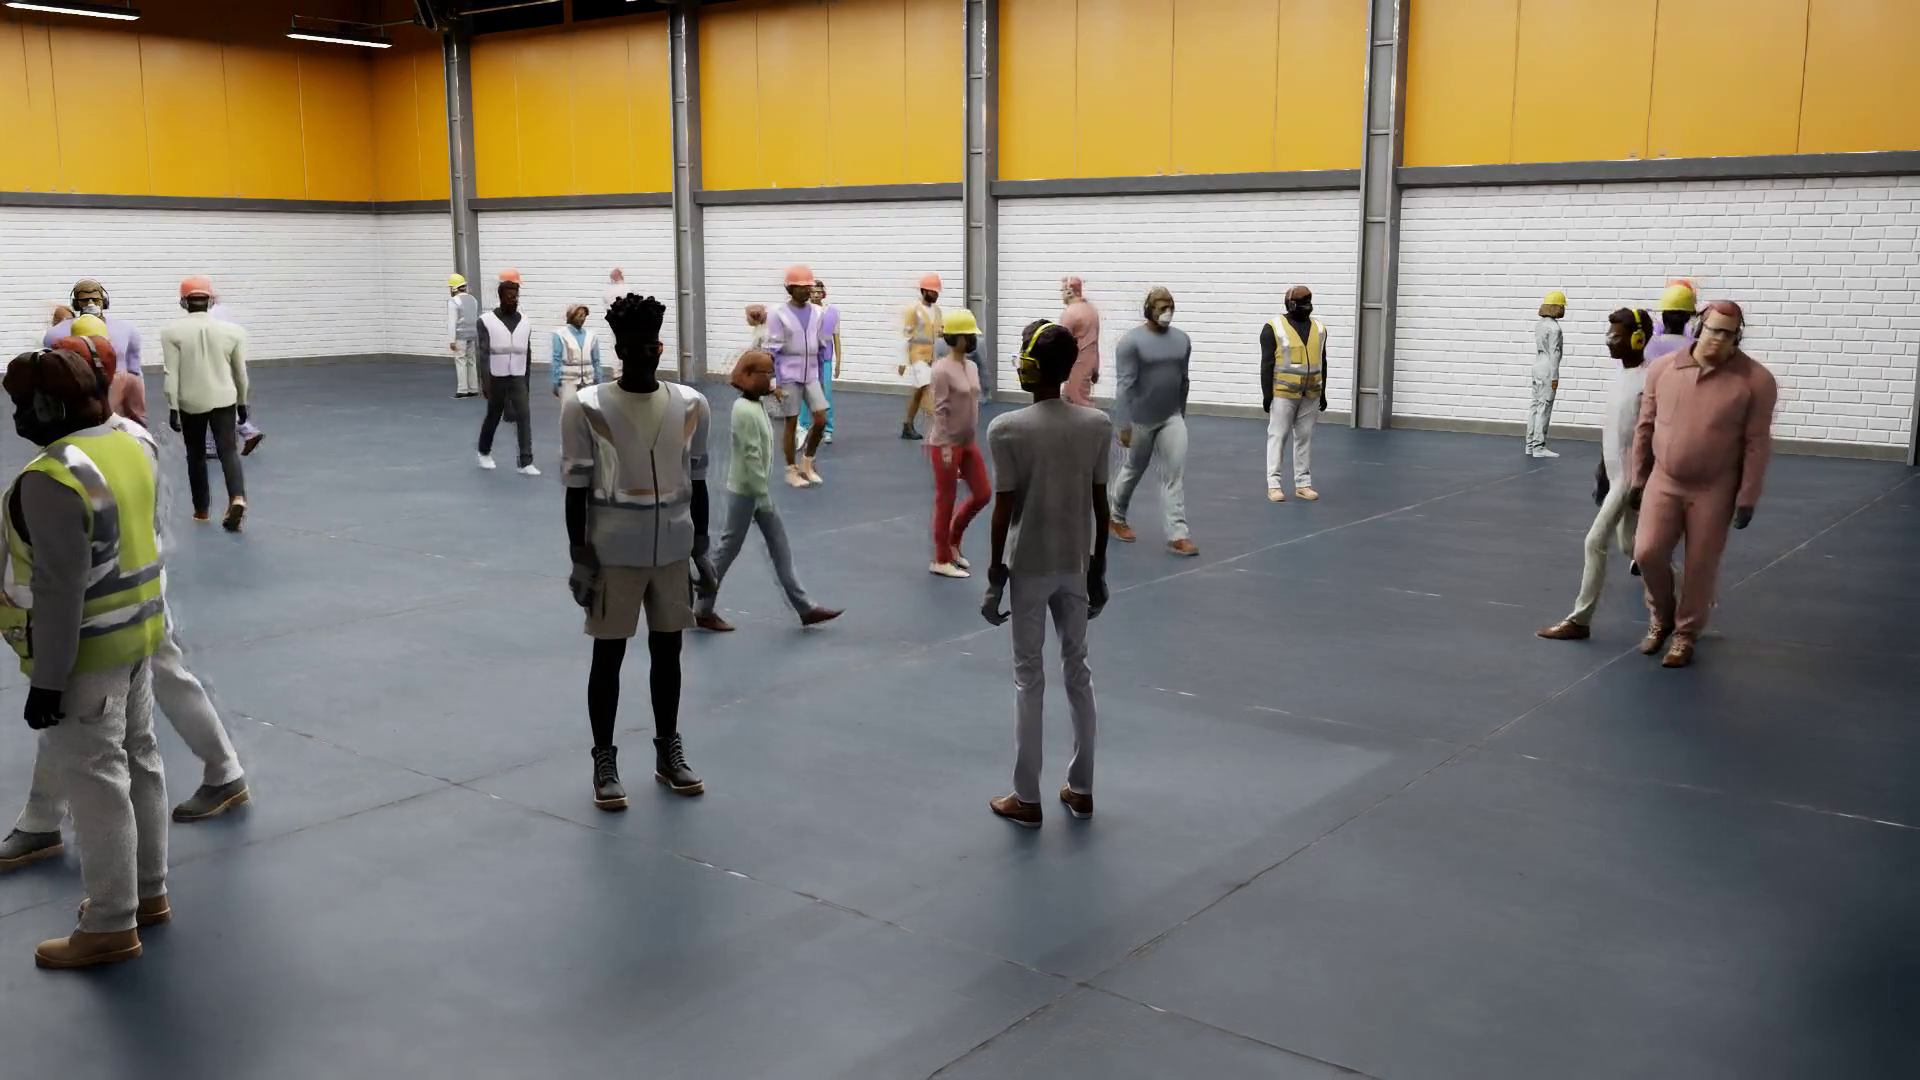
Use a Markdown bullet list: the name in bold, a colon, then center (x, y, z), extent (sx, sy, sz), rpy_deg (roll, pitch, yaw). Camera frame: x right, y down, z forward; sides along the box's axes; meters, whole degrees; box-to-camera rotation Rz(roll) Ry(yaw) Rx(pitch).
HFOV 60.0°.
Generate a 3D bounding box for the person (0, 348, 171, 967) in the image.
- **person**: center (-2.624, 0.347, 4.980), extent (0.429, 1.839, 0.621), rpy_deg (-1, 10, -4)

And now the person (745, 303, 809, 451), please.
- **person**: center (-1.968, -1.686, 17.482), extent (0.732, 1.605, 0.550), rpy_deg (-2, 10, -10)

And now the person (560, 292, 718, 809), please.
- **person**: center (-1.225, 0.036, 6.409), extent (0.608, 1.965, 0.370), rpy_deg (-6, 11, -31)

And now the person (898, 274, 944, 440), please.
- **person**: center (-0.342, -2.032, 18.711), extent (0.990, 1.874, 0.568), rpy_deg (8, 13, 39)

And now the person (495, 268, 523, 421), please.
- **person**: center (-5.688, -2.470, 21.086), extent (0.363, 1.936, 0.551), rpy_deg (-2, 10, -13)

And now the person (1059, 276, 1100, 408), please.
- **person**: center (1.137, -1.774, 17.187), extent (0.664, 1.880, 0.644), rpy_deg (4, 11, 23)

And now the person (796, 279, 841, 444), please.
- **person**: center (-1.611, -1.990, 18.596), extent (0.569, 1.836, 0.384), rpy_deg (0, 10, 0)

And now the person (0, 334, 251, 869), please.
- **person**: center (-3.023, 0.188, 5.933), extent (0.591, 1.835, 0.970), rpy_deg (6, 12, 33)

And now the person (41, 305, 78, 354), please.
- **person**: center (-9.287, -1.652, 17.302), extent (0.683, 1.598, 0.554), rpy_deg (6, 11, 31)

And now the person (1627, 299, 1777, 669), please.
- **person**: center (3.717, -0.270, 8.426), extent (0.676, 1.884, 0.421), rpy_deg (8, 13, 39)

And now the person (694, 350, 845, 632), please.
- **person**: center (-1.109, -0.259, 9.223), extent (0.869, 1.580, 0.524), rpy_deg (1, 10, 4)

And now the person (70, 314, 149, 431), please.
- **person**: center (-4.943, -0.407, 9.561), extent (0.533, 1.772, 0.297), rpy_deg (-2, 10, -13)

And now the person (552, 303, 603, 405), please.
- **person**: center (-3.837, -1.569, 16.732), extent (0.533, 1.624, 0.372), rpy_deg (-9, 13, -42)

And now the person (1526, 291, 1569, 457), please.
- **person**: center (6.154, -1.734, 17.395), extent (0.333, 1.733, 0.480), rpy_deg (-1, 10, -3)

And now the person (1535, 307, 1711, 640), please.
- **person**: center (3.674, -0.348, 9.052), extent (0.918, 1.836, 0.528), rpy_deg (0, 10, 3)

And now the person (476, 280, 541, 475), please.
- **person**: center (-4.434, -1.584, 16.168), extent (0.591, 1.872, 0.995), rpy_deg (-9, 13, -41)

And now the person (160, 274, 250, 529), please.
- **person**: center (-5.789, -1.063, 12.851), extent (0.627, 1.964, 0.908), rpy_deg (-7, 12, -35)

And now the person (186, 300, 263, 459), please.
- **person**: center (-7.603, -1.747, 17.050), extent (0.690, 1.881, 0.665), rpy_deg (-2, 10, -14)

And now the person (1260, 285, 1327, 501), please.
- **person**: center (2.879, -1.254, 14.276), extent (0.633, 1.845, 0.429), rpy_deg (-3, 10, -17)

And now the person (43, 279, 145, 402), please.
- **person**: center (-6.097, -0.873, 11.780), extent (0.635, 1.937, 0.354), rpy_deg (-8, 13, -39)

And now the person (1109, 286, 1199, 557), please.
- **person**: center (1.364, -0.868, 11.914), extent (0.649, 1.894, 1.025), rpy_deg (-5, 11, -25)

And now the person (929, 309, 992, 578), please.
- **person**: center (-0.013, -0.617, 10.813), extent (0.376, 1.757, 0.522), rpy_deg (7, 12, 33)

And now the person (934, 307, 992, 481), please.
- **person**: center (0.042, -1.373, 15.652), extent (0.507, 1.613, 0.642), rpy_deg (4, 11, 22)

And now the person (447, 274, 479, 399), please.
- **person**: center (-7.283, -2.965, 24.306), extent (0.403, 1.829, 0.587), rpy_deg (4, 10, 21)

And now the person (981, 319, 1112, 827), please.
- **person**: center (0.320, 0.125, 6.158), extent (0.509, 1.877, 0.328), rpy_deg (-4, 11, -23)

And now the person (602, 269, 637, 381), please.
- **person**: center (-5.616, -3.581, 27.767), extent (0.700, 1.878, 0.398), rpy_deg (3, 10, 19)

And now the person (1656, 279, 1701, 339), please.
- **person**: center (6.618, -1.422, 15.158), extent (0.656, 1.886, 0.370), rpy_deg (2, 10, 13)

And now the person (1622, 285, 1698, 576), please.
- **person**: center (4.528, -0.673, 10.681), extent (0.600, 1.915, 0.568), rpy_deg (3, 10, 18)

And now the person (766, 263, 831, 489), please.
- **person**: center (-1.434, -1.454, 14.909), extent (0.623, 2.021, 0.510), rpy_deg (-7, 12, -35)
